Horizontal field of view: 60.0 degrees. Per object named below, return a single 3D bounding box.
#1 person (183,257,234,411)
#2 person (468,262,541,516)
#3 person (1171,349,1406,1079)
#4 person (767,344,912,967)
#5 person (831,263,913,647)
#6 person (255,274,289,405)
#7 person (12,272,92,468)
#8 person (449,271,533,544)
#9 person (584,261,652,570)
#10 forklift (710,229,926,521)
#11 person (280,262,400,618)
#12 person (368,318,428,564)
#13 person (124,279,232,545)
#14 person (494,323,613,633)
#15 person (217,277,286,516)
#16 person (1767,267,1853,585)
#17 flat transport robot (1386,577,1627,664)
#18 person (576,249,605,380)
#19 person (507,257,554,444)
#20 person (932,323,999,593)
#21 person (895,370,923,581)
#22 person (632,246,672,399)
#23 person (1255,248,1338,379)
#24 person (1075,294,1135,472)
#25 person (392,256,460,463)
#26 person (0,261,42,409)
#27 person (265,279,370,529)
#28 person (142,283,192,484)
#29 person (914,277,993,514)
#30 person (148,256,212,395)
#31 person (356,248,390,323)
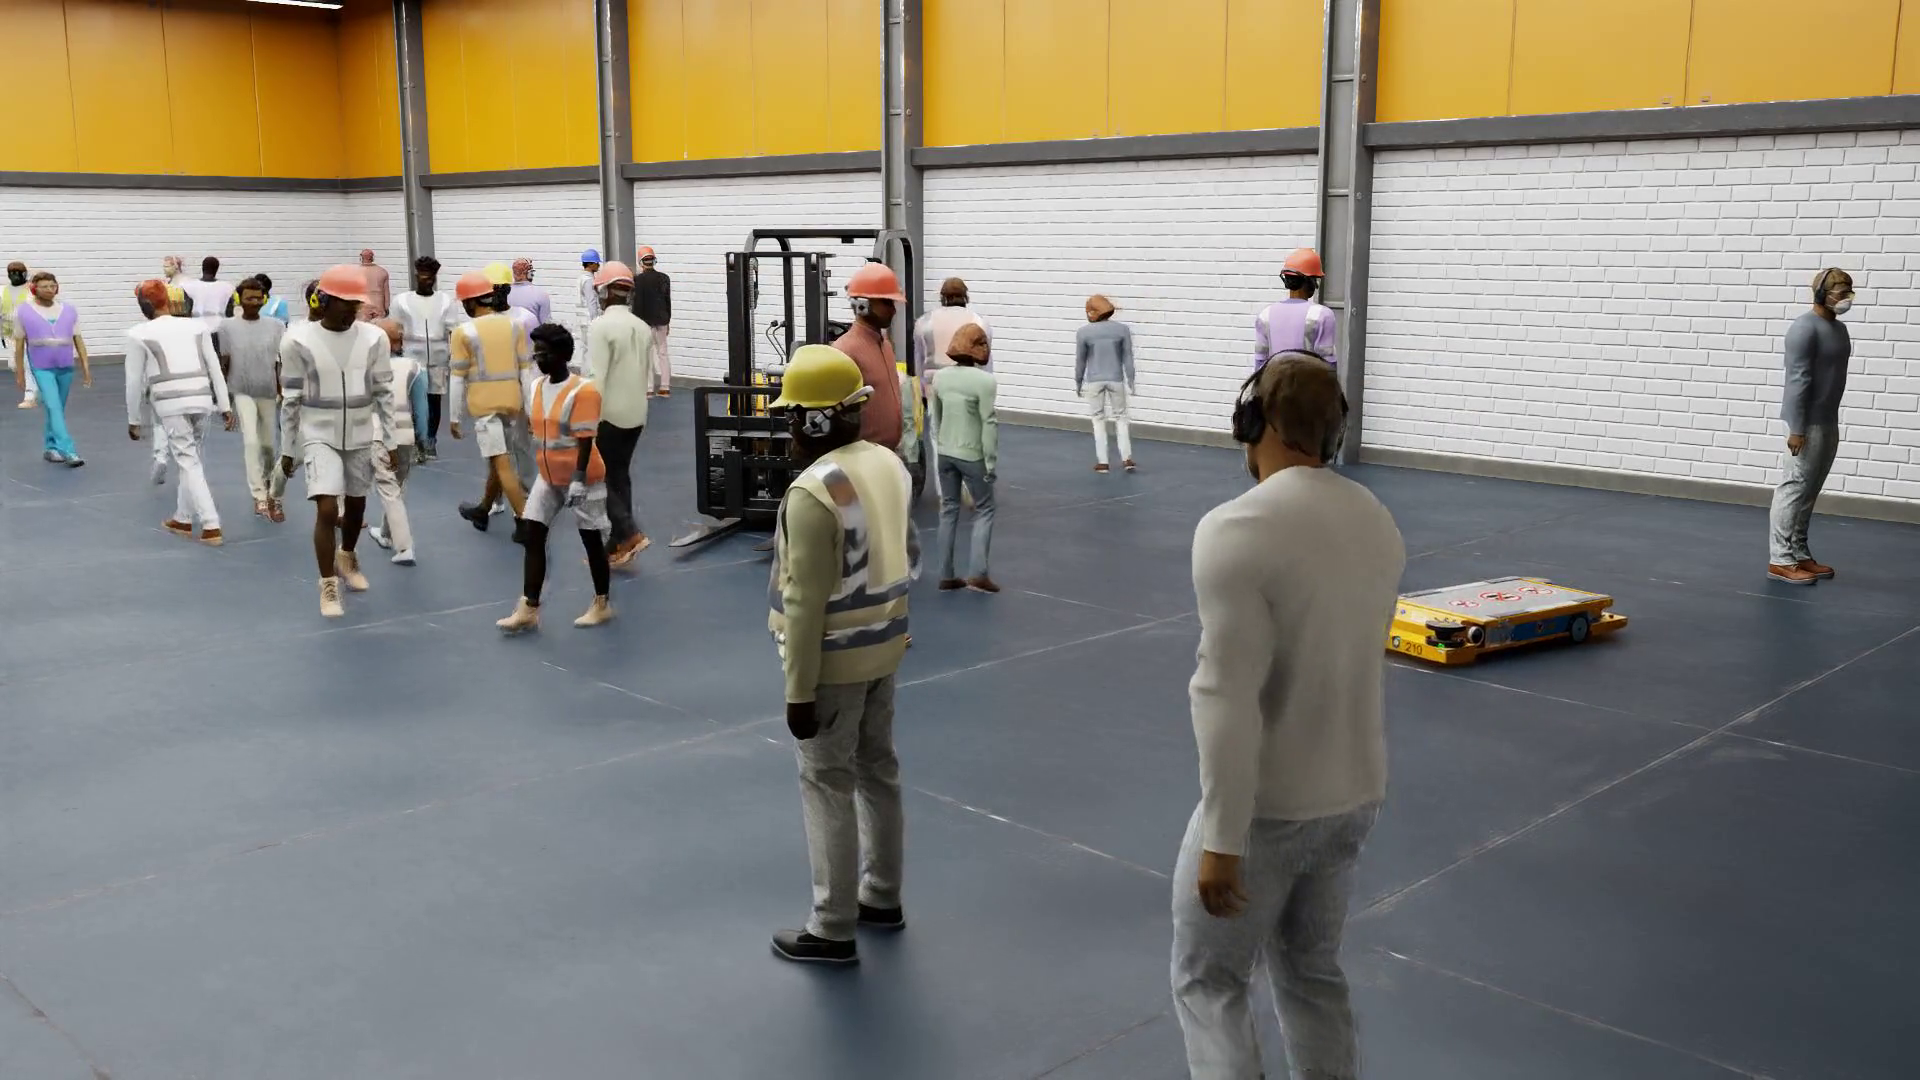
[{"bbox_3d":[-9.280,-2.539,20.506,0.643,1.851,0.971,-7,12,-32],"label":"person"},{"bbox_3d":[-3.455,-1.125,12.580,0.592,1.930,0.356,2,11,12],"label":"person"},{"bbox_3d":[0.700,0.557,3.510,0.671,1.895,0.480,-9,14,-42],"label":"person"},{"bbox_3d":[-0.363,0.342,4.892,0.403,1.824,0.592,5,11,25],"label":"person"},{"bbox_3d":[-0.455,-0.393,8.414,0.380,1.995,0.608,3,11,18],"label":"person"},{"bbox_3d":[-8.621,-2.466,20.648,0.536,1.646,0.844,2,11,9],"label":"person"},{"bbox_3d":[-8.383,-1.575,15.401,0.961,1.791,0.583,8,13,38],"label":"person"},{"bbox_3d":[-3.306,-0.925,11.631,1.020,1.872,0.562,9,14,41],"label":"person"},{"bbox_3d":[-2.193,-0.782,10.606,0.435,1.972,0.631,4,11,22],"label":"person"},{"bbox_3d":[-1.050,-1.319,12.920,1.214,2.155,2.313,2,11,13],"label":"forklift"},{"bbox_3d":[-3.611,-0.598,9.611,0.636,2.000,0.905,-7,13,-34],"label":"person"},{"bbox_3d":[-3.798,-0.659,10.969,0.518,1.588,0.893,-10,14,-42],"label":"person"},{"bbox_3d":[-5.462,-0.885,11.584,0.907,1.811,0.590,8,13,37],"label":"person"},{"bbox_3d":[-2.165,-0.310,8.840,0.553,1.662,0.752,7,12,33],"label":"person"},{"bbox_3d":[-5.477,-1.137,12.948,0.549,1.832,0.874,-6,12,-28],"label":"person"},{"bbox_3d":[5.260,-0.704,10.264,0.635,1.936,0.352,-10,14,-43],"label":"person"},{"bbox_3d":[2.800,0.403,8.777,1.431,0.197,0.652,-7,12,-33],"label":"flat transport robot"},{"bbox_3d":[-4.936,-2.912,22.273,0.393,1.946,0.617,-4,11,-22],"label":"person"},{"bbox_3d":[-4.412,-1.921,16.986,0.643,1.909,0.410,2,11,13],"label":"person"},{"bbox_3d":[0.028,-0.478,9.928,0.513,1.612,0.334,9,14,40],"label":"person"},{"bbox_3d":[-0.457,-0.467,9.850,0.550,1.608,0.767,3,11,17],"label":"person"},{"bbox_3d":[-4.056,-2.845,21.805,0.391,1.987,0.608,10,14,44],"label":"person"},{"bbox_3d":[2.273,-0.930,11.209,0.605,2.044,0.374,9,14,41],"label":"person"},{"bbox_3d":[1.298,-1.418,15.041,0.525,1.605,0.410,0,10,-1],"label":"person"},{"bbox_3d":[-4.981,-1.680,15.603,0.618,1.923,0.872,-4,11,-22],"label":"person"},{"bbox_3d":[-11.640,-2.564,20.728,0.632,1.823,0.692,0,10,-2],"label":"person"},{"bbox_3d":[-4.780,-0.996,12.199,0.928,1.823,0.519,5,11,25],"label":"person"},{"bbox_3d":[-6.600,-1.276,13.939,0.508,1.727,0.460,-2,11,-12],"label":"person"},{"bbox_3d":[-0.025,-1.120,12.907,0.617,1.806,0.755,2,11,8],"label":"person"},{"bbox_3d":[-10.533,-2.884,22.382,0.960,1.862,0.647,-6,12,-29],"label":"person"},{"bbox_3d":[-9.768,-3.859,27.545,0.641,1.913,0.408,-7,13,-35],"label":"person"}]
